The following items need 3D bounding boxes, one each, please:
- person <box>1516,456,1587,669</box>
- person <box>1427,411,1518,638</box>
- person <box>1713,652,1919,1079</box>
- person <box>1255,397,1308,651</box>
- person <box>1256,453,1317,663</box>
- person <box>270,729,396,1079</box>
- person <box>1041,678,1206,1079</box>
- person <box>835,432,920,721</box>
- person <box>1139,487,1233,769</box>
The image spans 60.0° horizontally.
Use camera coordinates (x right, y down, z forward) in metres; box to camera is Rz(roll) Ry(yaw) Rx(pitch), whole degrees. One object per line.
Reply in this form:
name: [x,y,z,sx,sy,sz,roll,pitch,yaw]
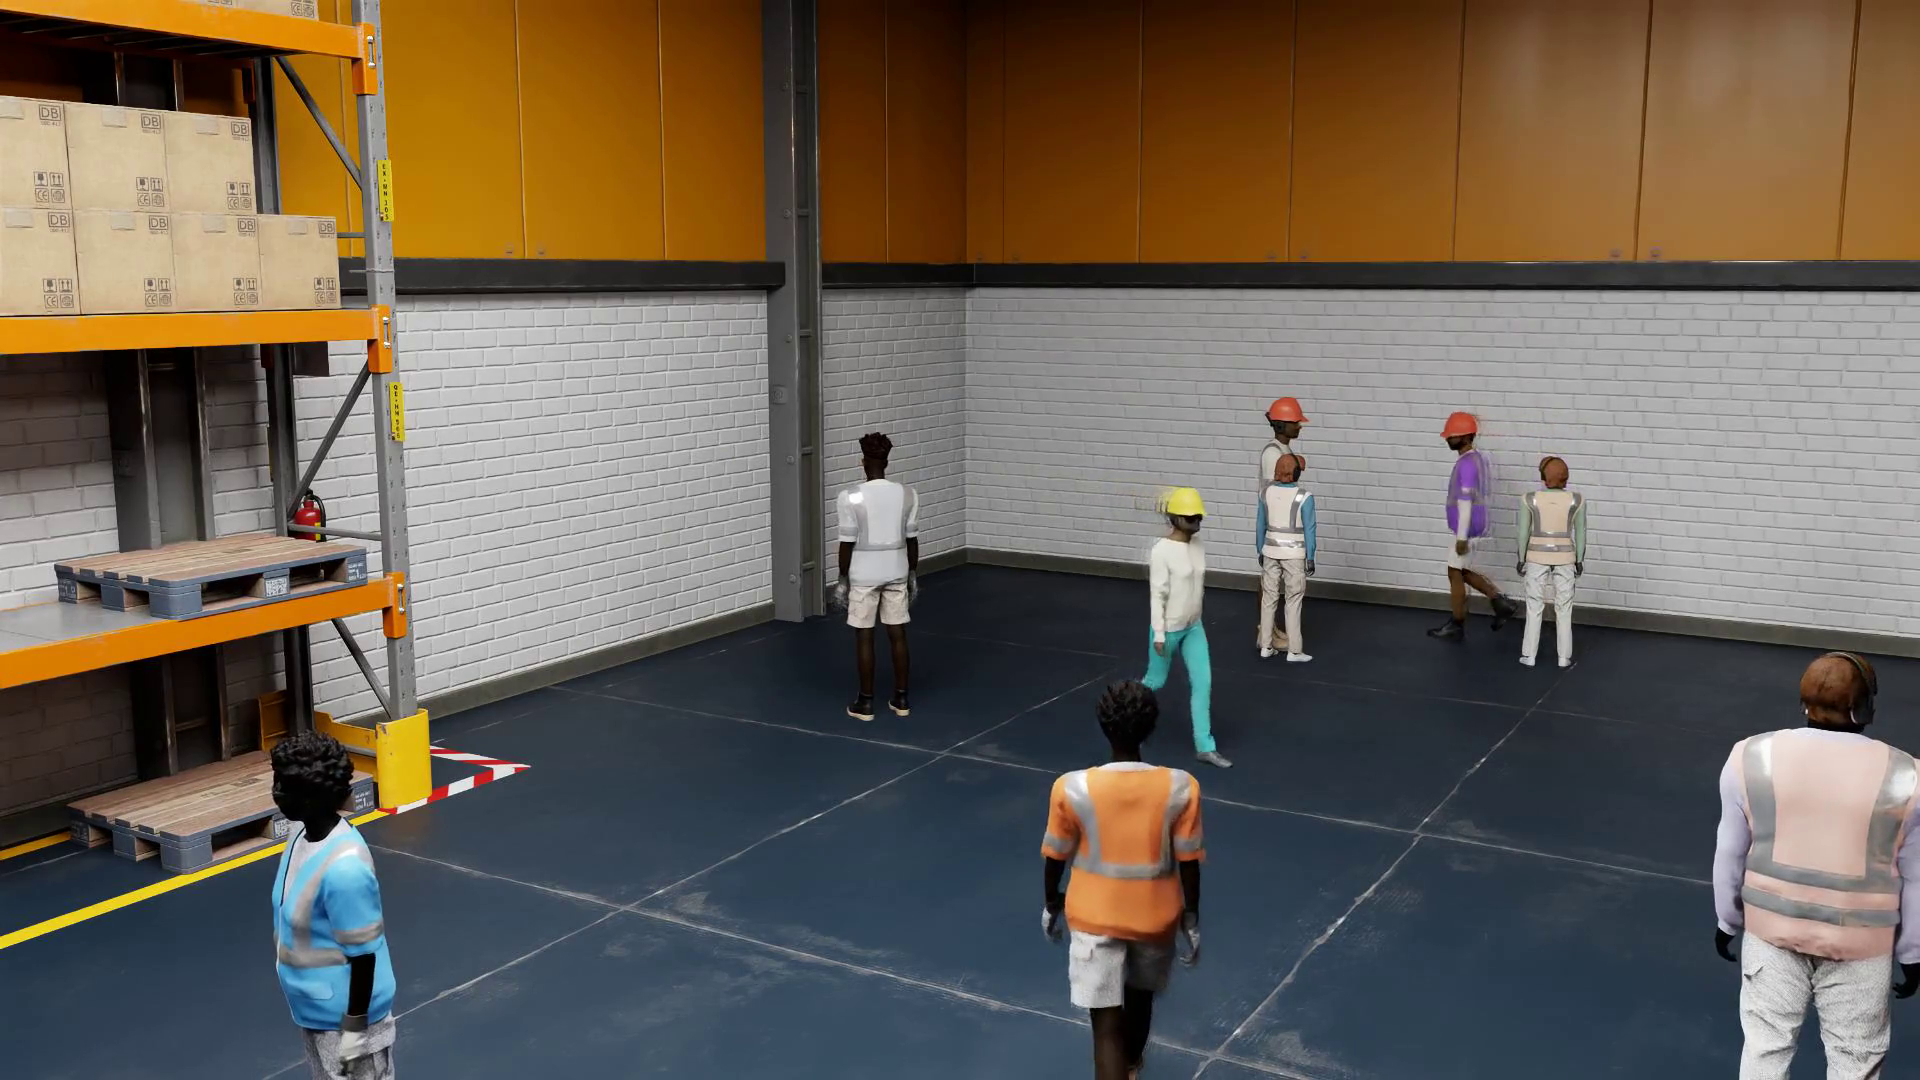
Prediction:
person: [4.529,0.176,12.760,0.514,1.645,0.307,2,9,12]
person: [4.233,-0.108,13.695,0.626,1.915,0.543,3,10,19]
person: [2.761,1.265,5.352,0.629,1.840,0.429,6,11,32]
person: [2.596,-0.137,13.469,0.394,2.044,0.609,3,10,17]
person: [2.544,0.140,12.997,0.522,1.638,0.311,9,13,43]
person: [-1.874,1.392,4.993,0.322,1.699,0.535,-6,11,-35]
person: [0.552,1.289,5.773,0.551,1.644,0.861,-1,9,-4]
person: [-0.563,0.244,11.329,0.612,1.963,0.361,-5,10,-26]
person: [1.311,0.517,10.364,0.536,1.733,0.853,-8,12,-41]
